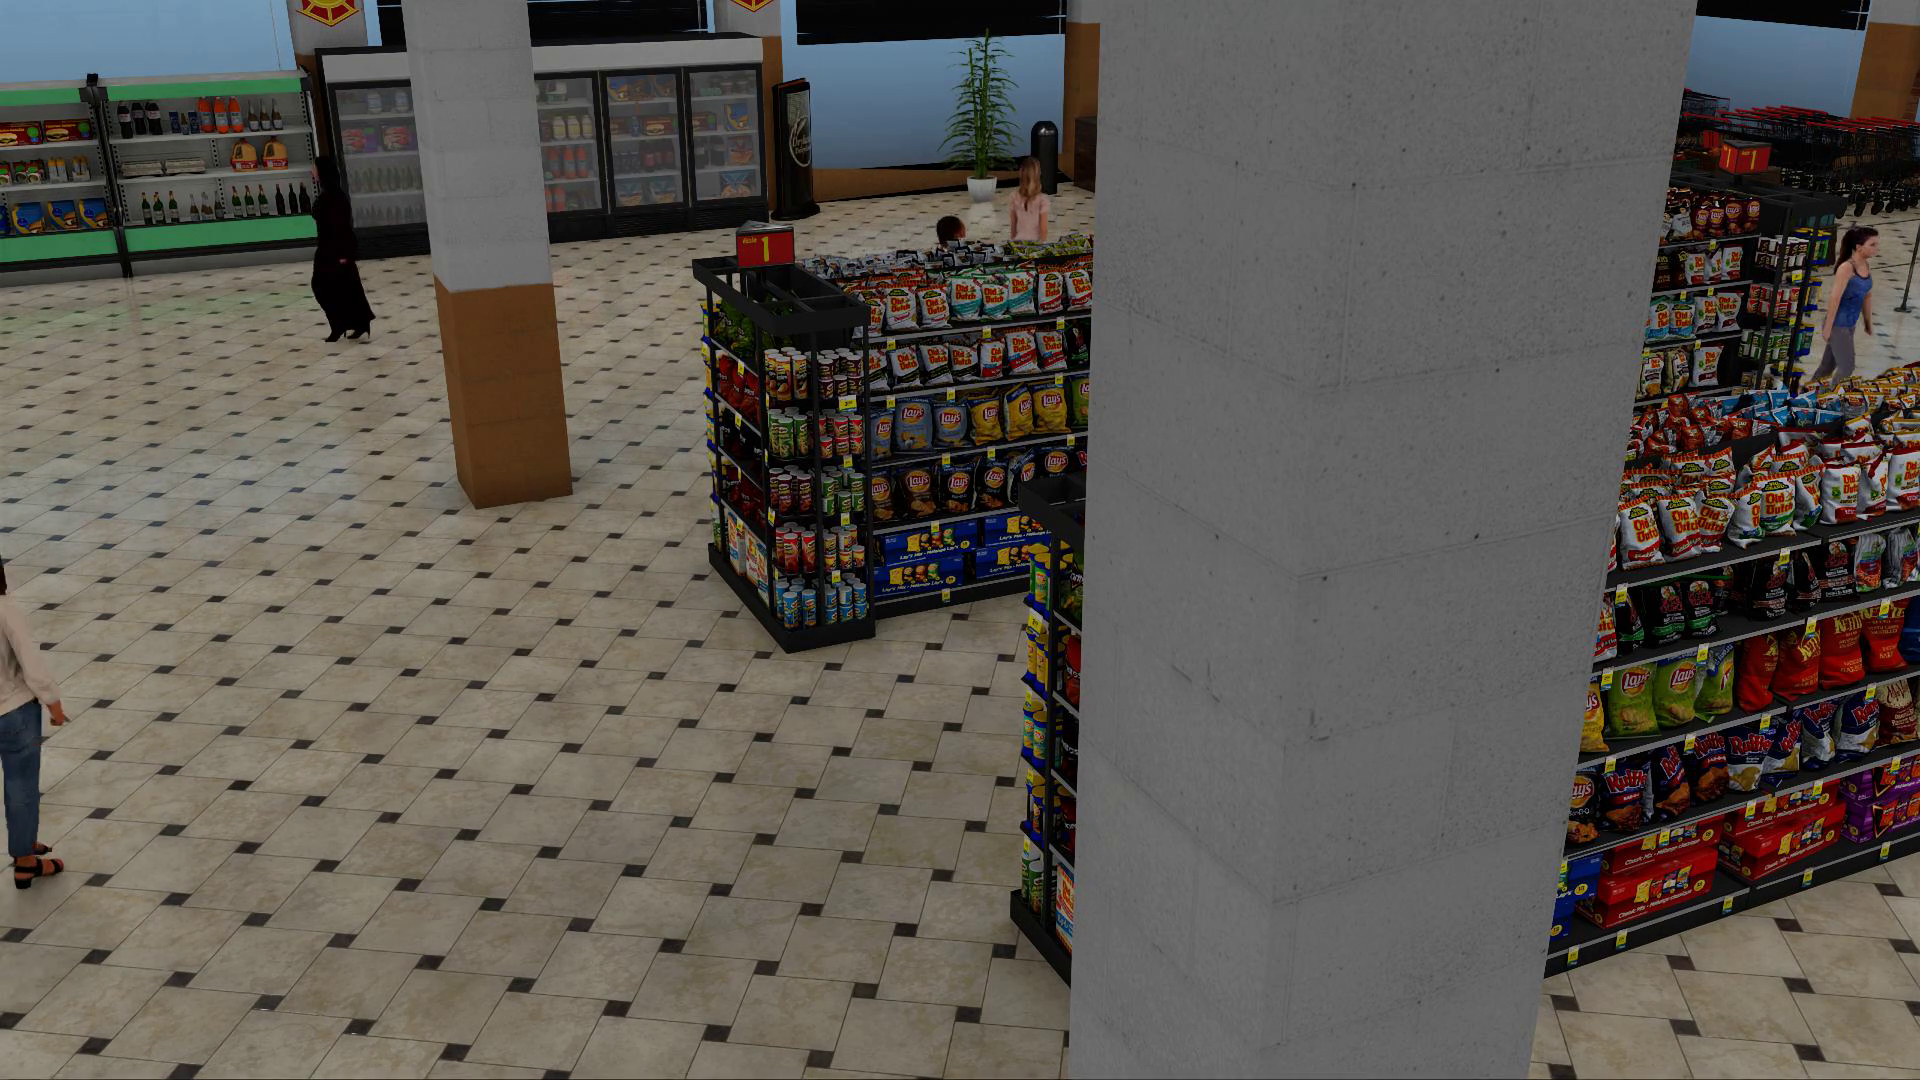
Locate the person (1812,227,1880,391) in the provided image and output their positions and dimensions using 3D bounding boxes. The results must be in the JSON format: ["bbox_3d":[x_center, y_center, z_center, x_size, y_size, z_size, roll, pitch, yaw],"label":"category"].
[{"bbox_3d":[7.027,-1.732,13.400,0.708,1.592,0.737,-19,29,-39],"label":"person"}]

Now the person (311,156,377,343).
[{"bbox_3d":[-5.766,-2.724,15.664,0.794,1.744,0.729,-7,23,-16],"label":"person"}]

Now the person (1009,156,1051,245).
[{"bbox_3d":[0.570,-2.528,15.118,1.000,1.788,1.142,12,25,27],"label":"person"}]

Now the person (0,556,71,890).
[{"bbox_3d":[-4.161,0.759,7.094,0.739,1.670,0.803,7,23,17],"label":"person"}]
